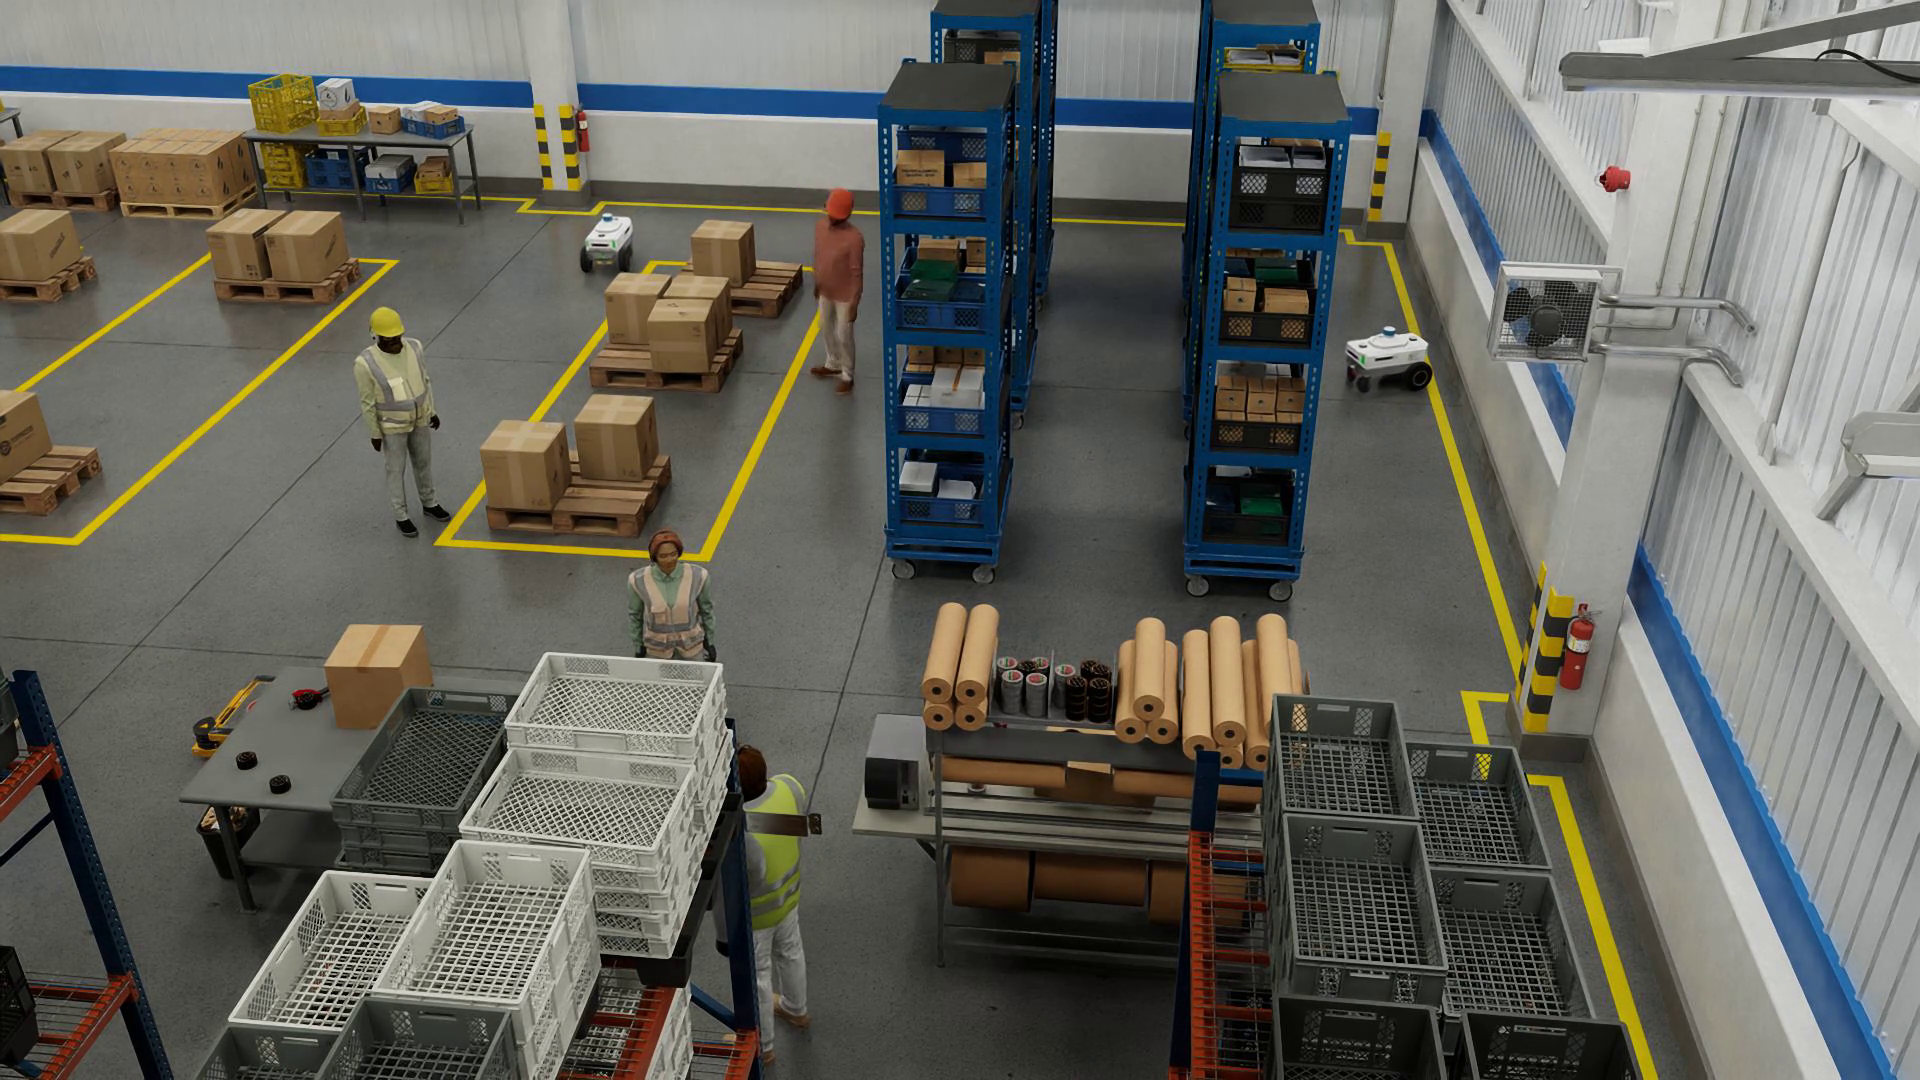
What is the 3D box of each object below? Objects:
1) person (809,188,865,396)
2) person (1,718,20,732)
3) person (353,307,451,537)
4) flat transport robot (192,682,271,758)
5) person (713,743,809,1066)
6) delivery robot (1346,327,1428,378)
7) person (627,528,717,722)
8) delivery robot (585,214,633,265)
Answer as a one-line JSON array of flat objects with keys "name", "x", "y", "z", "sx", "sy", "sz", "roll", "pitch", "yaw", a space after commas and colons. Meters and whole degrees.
[{"name": "person", "x": -1.101, "y": -2.217, "z": 14.804, "sx": 0.388, "sy": 1.956, "sz": 0.709, "roll": -25, "pitch": 39, "yaw": -36}, {"name": "person", "x": -6.326, "y": 0.521, "z": 10.339, "sx": 0.540, "sy": 1.698, "sz": 0.317, "roll": 0, "pitch": 30, "yaw": 0}, {"name": "person", "x": -4.241, "y": -0.920, "z": 12.684, "sx": 0.404, "sy": 1.830, "sz": 0.603, "roll": 22, "pitch": 37, "yaw": 33}, {"name": "flat transport robot", "x": -4.089, "y": 1.163, "z": 10.648, "sx": 1.431, "sy": 0.197, "sz": 0.652, "roll": 3, "pitch": 30, "yaw": 6}, {"name": "person", "x": -0.991, "y": 1.754, "z": 8.096, "sx": 0.429, "sy": 1.836, "sz": 0.631, "roll": 17, "pitch": 34, "yaw": 26}, {"name": "delivery robot", "x": 3.898, "y": -1.710, "z": 15.214, "sx": 0.707, "sy": 0.478, "sz": 0.477, "roll": -9, "pitch": 32, "yaw": -15}, {"name": "person", "x": -1.744, "y": 0.659, "z": 10.163, "sx": 0.521, "sy": 1.638, "sz": 0.307, "roll": -6, "pitch": 31, "yaw": -10}, {"name": "delivery robot", "x": -3.770, "y": -3.266, "z": 17.885, "sx": 0.477, "sy": 0.478, "sz": 0.707, "roll": 3, "pitch": 30, "yaw": 5}]
